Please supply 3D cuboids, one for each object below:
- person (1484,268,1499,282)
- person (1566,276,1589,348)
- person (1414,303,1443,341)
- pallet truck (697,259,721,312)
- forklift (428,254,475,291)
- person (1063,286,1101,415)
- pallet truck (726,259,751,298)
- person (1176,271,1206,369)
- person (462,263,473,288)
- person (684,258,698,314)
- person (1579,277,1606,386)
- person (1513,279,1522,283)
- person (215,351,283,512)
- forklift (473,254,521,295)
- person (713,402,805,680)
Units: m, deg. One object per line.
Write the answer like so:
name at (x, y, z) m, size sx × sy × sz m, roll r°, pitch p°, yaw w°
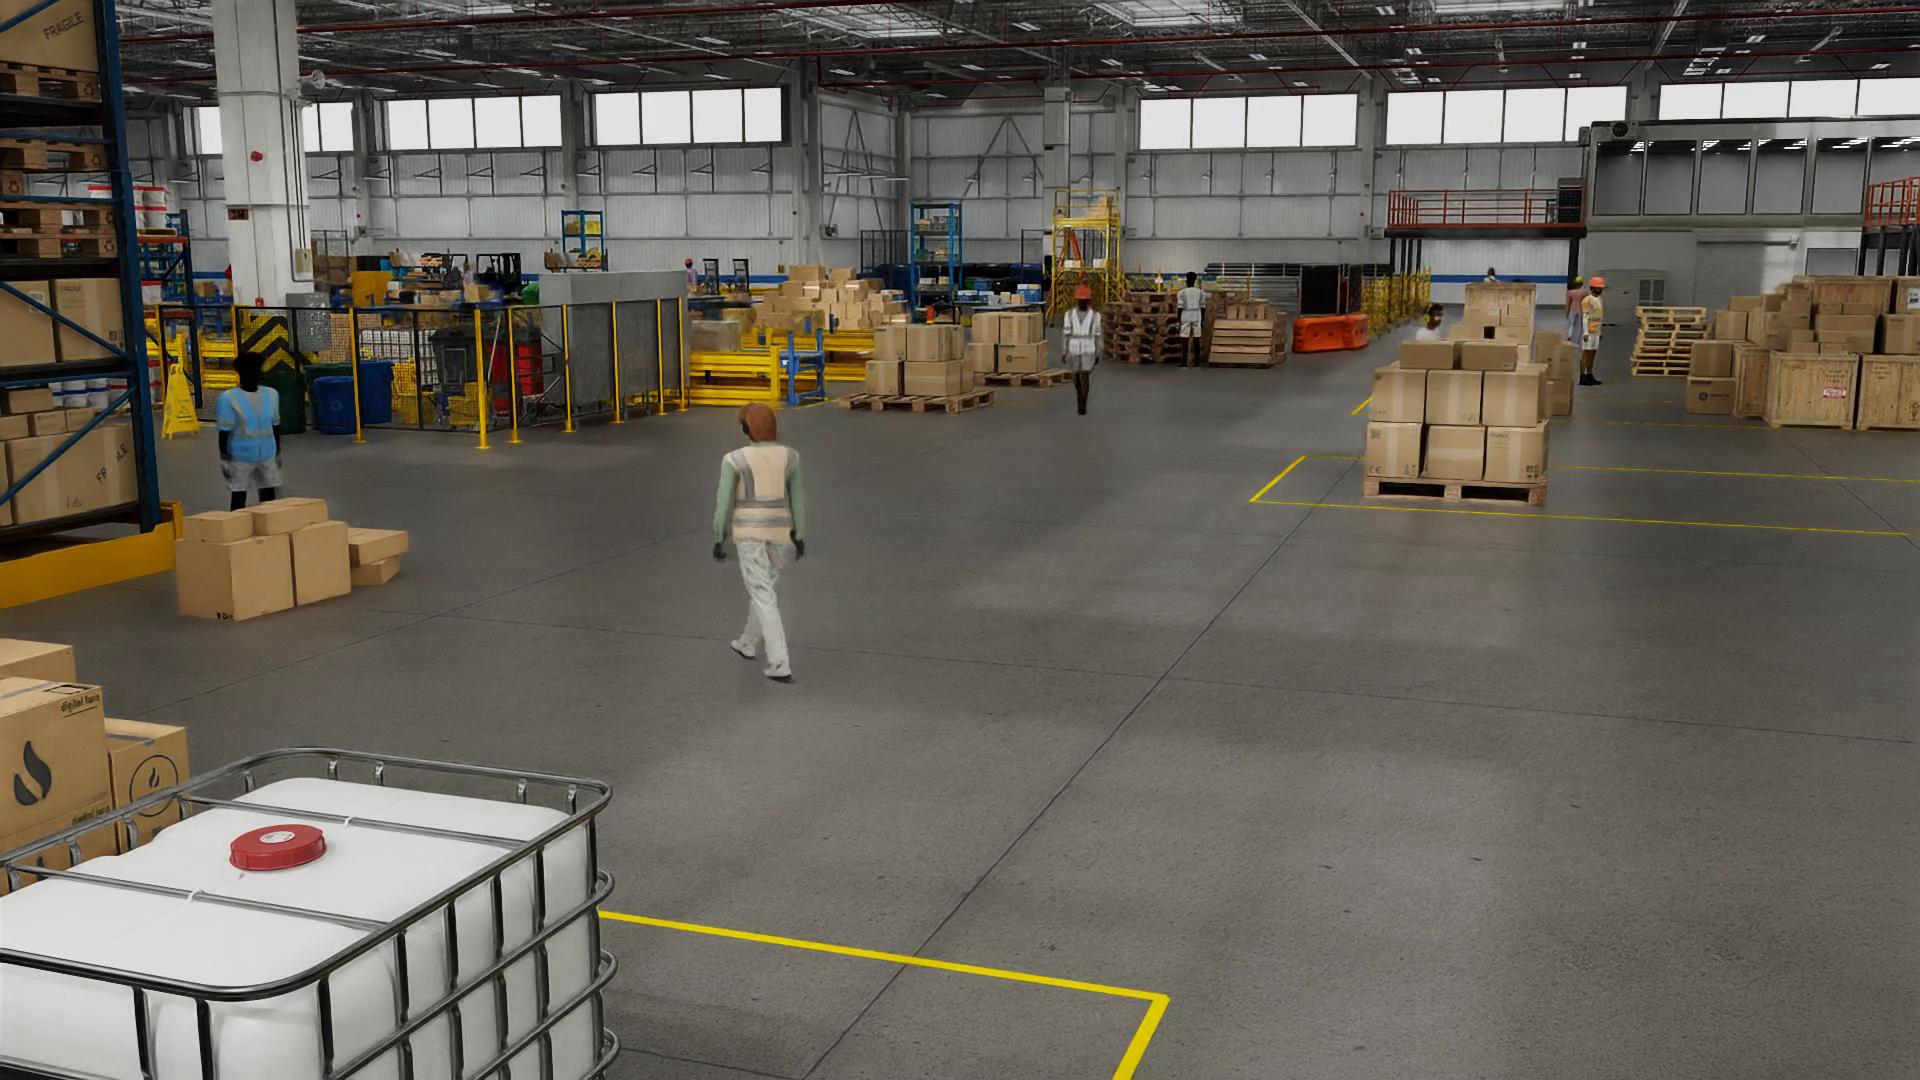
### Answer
person at (15.782, -7.203, 49.600) m, size 0.535 × 1.826 × 0.425 m, roll -3°, pitch 11°, yaw -17°
person at (14.983, -5.526, 40.363) m, size 0.533 × 1.752 × 0.406 m, roll 5°, pitch 11°, yaw 27°
person at (5.522, -1.839, 19.400) m, size 0.561 × 1.816 × 0.968 m, roll -8°, pitch 13°, yaw -38°
pallet truck at (-9.165, -9.627, 62.776) m, size 0.823 × 1.965 × 1.885 m, roll 4°, pitch 11°, yaw 23°
forklift at (-20.133, -10.254, 65.465) m, size 1.157 × 1.987 × 2.680 m, roll 3°, pitch 11°, yaw 19°
person at (1.832, -2.837, 24.803) m, size 0.549 × 1.910 × 0.858 m, roll 2°, pitch 10°, yaw 13°
pallet truck at (-7.986, -9.493, 62.019) m, size 0.823 × 1.965 × 1.885 m, roll 3°, pitch 11°, yaw 17°
person at (4.668, -4.444, 33.672) m, size 0.613 × 1.964 × 0.361 m, roll -2°, pitch 10°, yaw -13°
person at (-17.147, -8.760, 58.249) m, size 0.874 × 1.878 × 0.652 m, roll -3°, pitch 10°, yaw -16°
person at (-9.349, -8.711, 57.522) m, size 0.406 × 2.034 × 0.608 m, roll 7°, pitch 12°, yaw 35°
person at (11.318, -3.728, 29.723) m, size 0.547 × 1.938 × 0.359 m, roll -9°, pitch 13°, yaw -40°
person at (10.440, -3.967, 31.269) m, size 0.601 × 1.875 × 1.004 m, roll 1°, pitch 10°, yaw 7°
person at (-5.615, -0.660, 13.179) m, size 0.351 × 1.681 × 0.549 m, roll 8°, pitch 13°, yaw 38°
forklift at (-17.990, -10.121, 64.684) m, size 1.157 × 1.987 × 2.680 m, roll 3°, pitch 11°, yaw 17°
person at (-1.187, -0.010, 9.743) m, size 0.533 × 1.588 × 0.853 m, roll -7°, pitch 12°, yaw -35°
